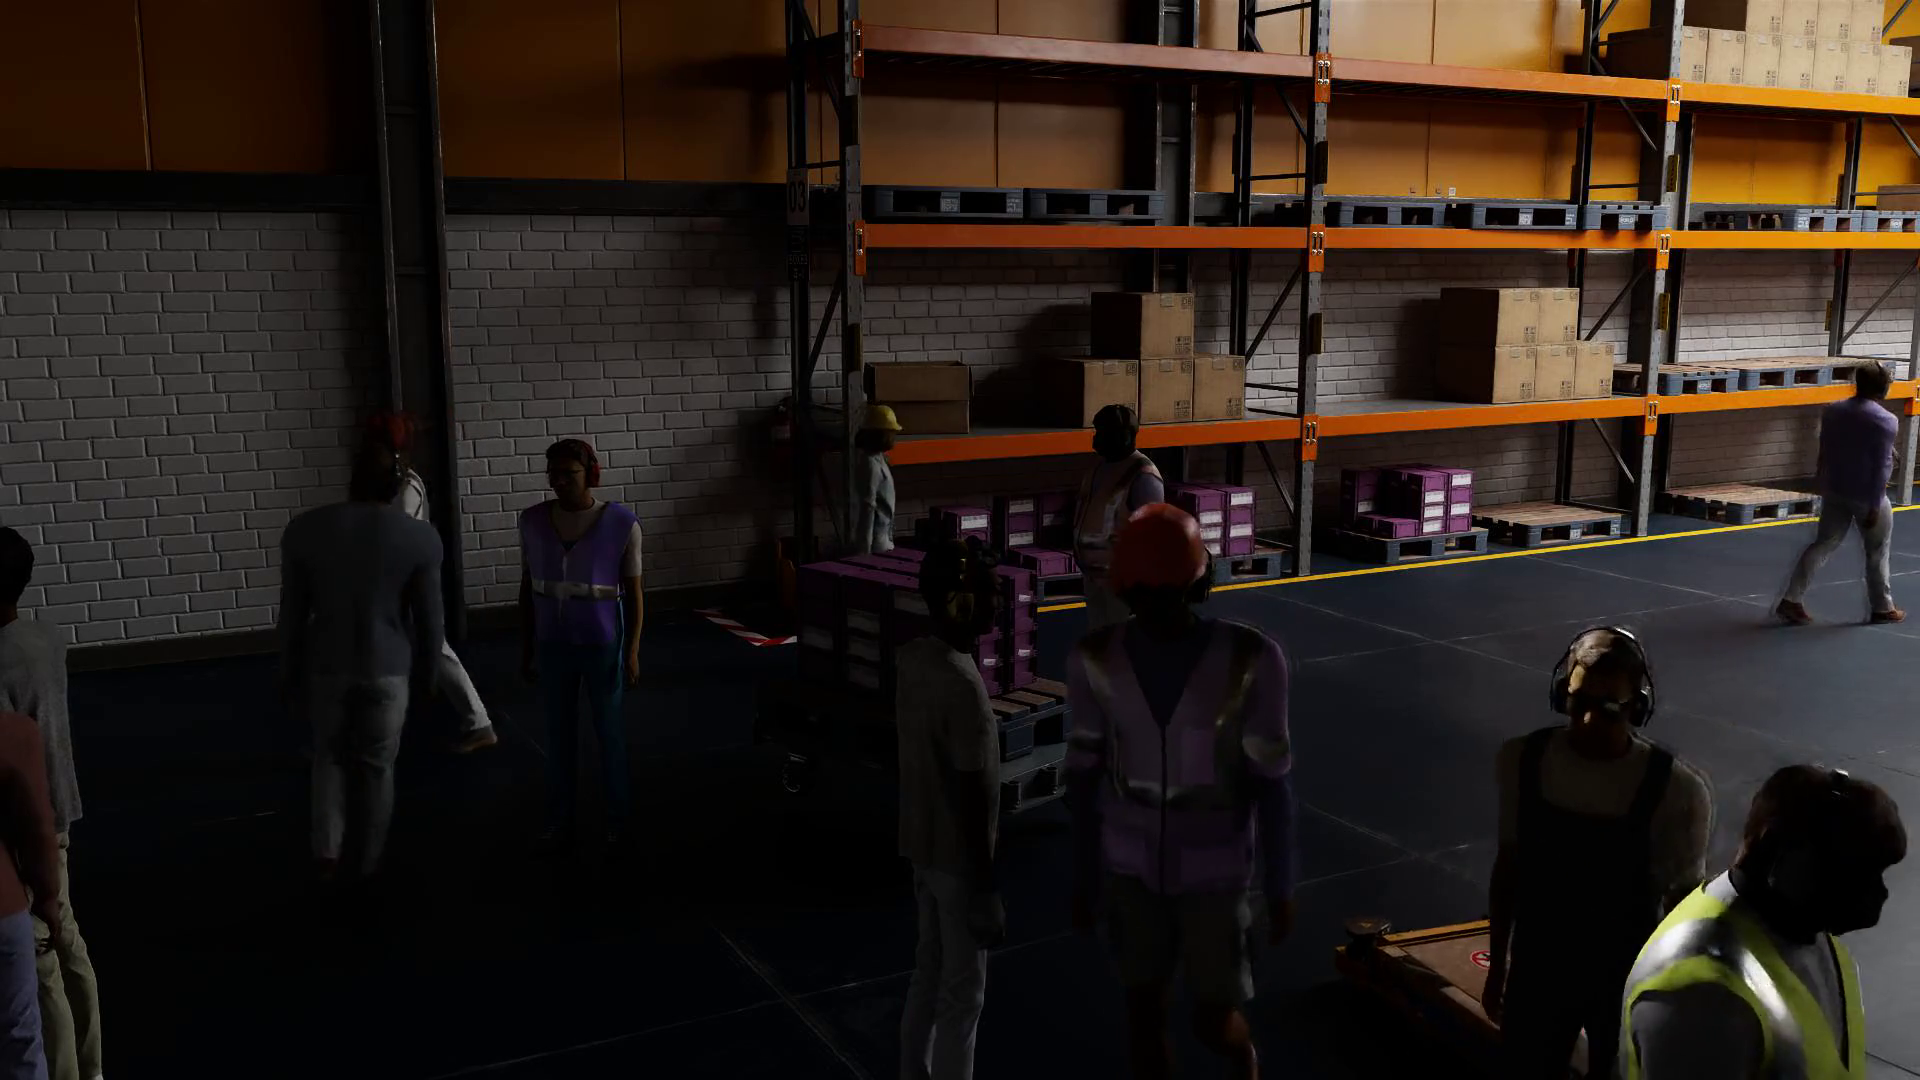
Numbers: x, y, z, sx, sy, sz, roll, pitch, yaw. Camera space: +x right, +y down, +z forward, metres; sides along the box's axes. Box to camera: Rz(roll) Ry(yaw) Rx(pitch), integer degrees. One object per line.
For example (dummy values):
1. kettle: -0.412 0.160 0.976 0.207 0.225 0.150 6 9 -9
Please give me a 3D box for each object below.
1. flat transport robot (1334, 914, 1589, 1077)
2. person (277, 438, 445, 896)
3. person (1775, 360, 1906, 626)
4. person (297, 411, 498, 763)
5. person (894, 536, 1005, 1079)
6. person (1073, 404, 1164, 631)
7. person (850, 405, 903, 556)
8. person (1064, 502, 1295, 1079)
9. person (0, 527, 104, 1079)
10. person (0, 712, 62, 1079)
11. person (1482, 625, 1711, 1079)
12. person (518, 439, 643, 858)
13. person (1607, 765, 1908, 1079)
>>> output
1. flat transport robot: 1.906 1.568 5.507 0.652 0.197 1.431 -3 10 -19
2. person: -2.417 0.538 6.766 0.669 1.906 0.433 -1 10 -8
3. person: 6.270 -0.320 11.700 0.991 1.904 0.628 -4 10 -20
4. person: -2.911 0.252 8.597 0.989 1.837 0.577 -6 12 -33
5. person: -0.008 0.910 4.704 0.316 1.867 0.531 -4 11 -23
6. person: 0.819 0.196 8.887 0.429 1.845 0.621 -5 11 -25
7. person: -0.569 -0.003 10.451 0.888 1.704 0.499 0 10 -2
8. person: 0.598 0.873 4.515 0.646 2.010 0.635 4 11 23
9. person: -2.779 0.875 4.898 0.328 1.873 0.517 -2 10 -9
10. person: -2.689 1.009 4.430 0.533 1.765 0.329 -7 12 -33
11. person: 1.433 1.089 3.885 0.522 1.792 0.958 7 12 35
12. person: -1.659 0.467 7.314 0.565 1.846 0.389 1 10 8
13. person: 1.362 1.256 3.052 0.641 1.795 0.954 -9 13 -42
